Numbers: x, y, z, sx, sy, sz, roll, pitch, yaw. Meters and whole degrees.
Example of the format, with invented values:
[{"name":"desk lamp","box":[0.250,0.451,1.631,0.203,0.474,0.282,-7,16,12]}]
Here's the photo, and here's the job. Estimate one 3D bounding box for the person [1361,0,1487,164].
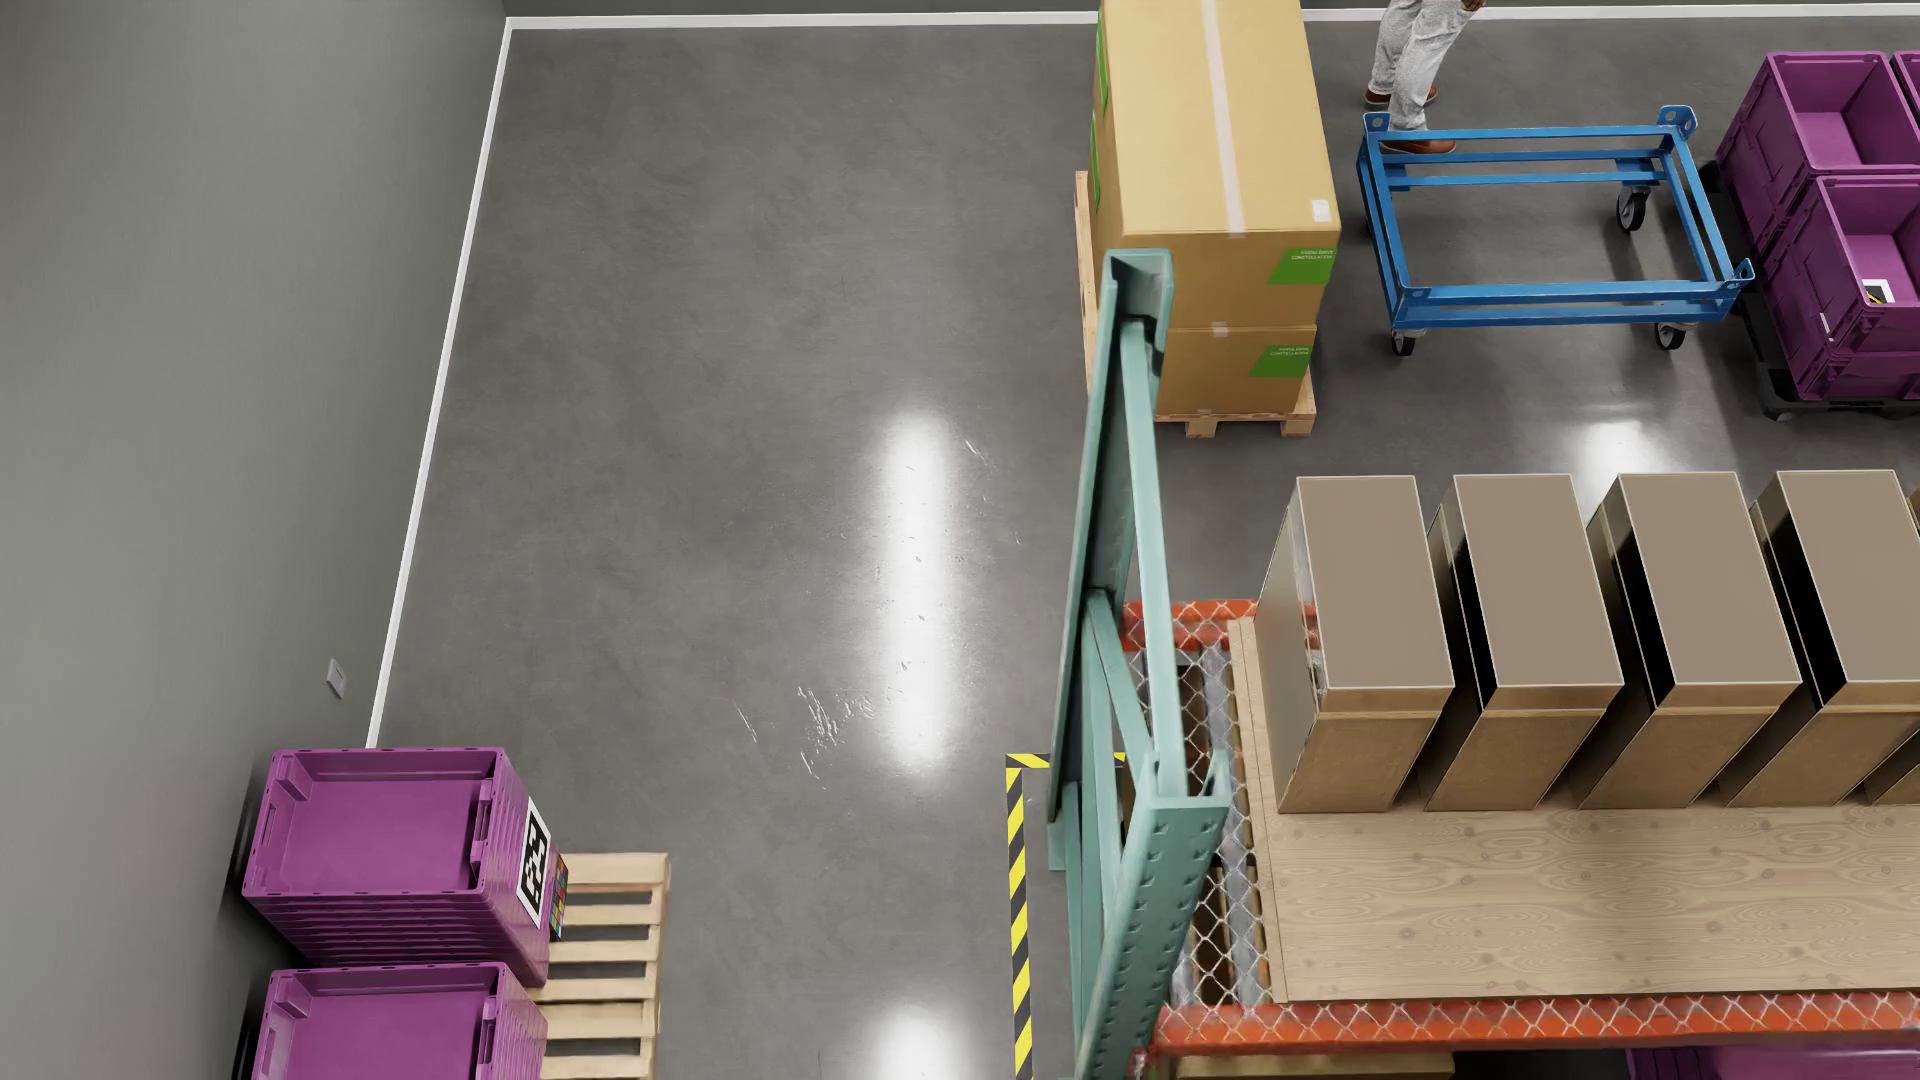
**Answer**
[{"name":"person","box":[1.835,-2.244,6.078,0.355,1.938,0.634,-3,58,-2]}]
